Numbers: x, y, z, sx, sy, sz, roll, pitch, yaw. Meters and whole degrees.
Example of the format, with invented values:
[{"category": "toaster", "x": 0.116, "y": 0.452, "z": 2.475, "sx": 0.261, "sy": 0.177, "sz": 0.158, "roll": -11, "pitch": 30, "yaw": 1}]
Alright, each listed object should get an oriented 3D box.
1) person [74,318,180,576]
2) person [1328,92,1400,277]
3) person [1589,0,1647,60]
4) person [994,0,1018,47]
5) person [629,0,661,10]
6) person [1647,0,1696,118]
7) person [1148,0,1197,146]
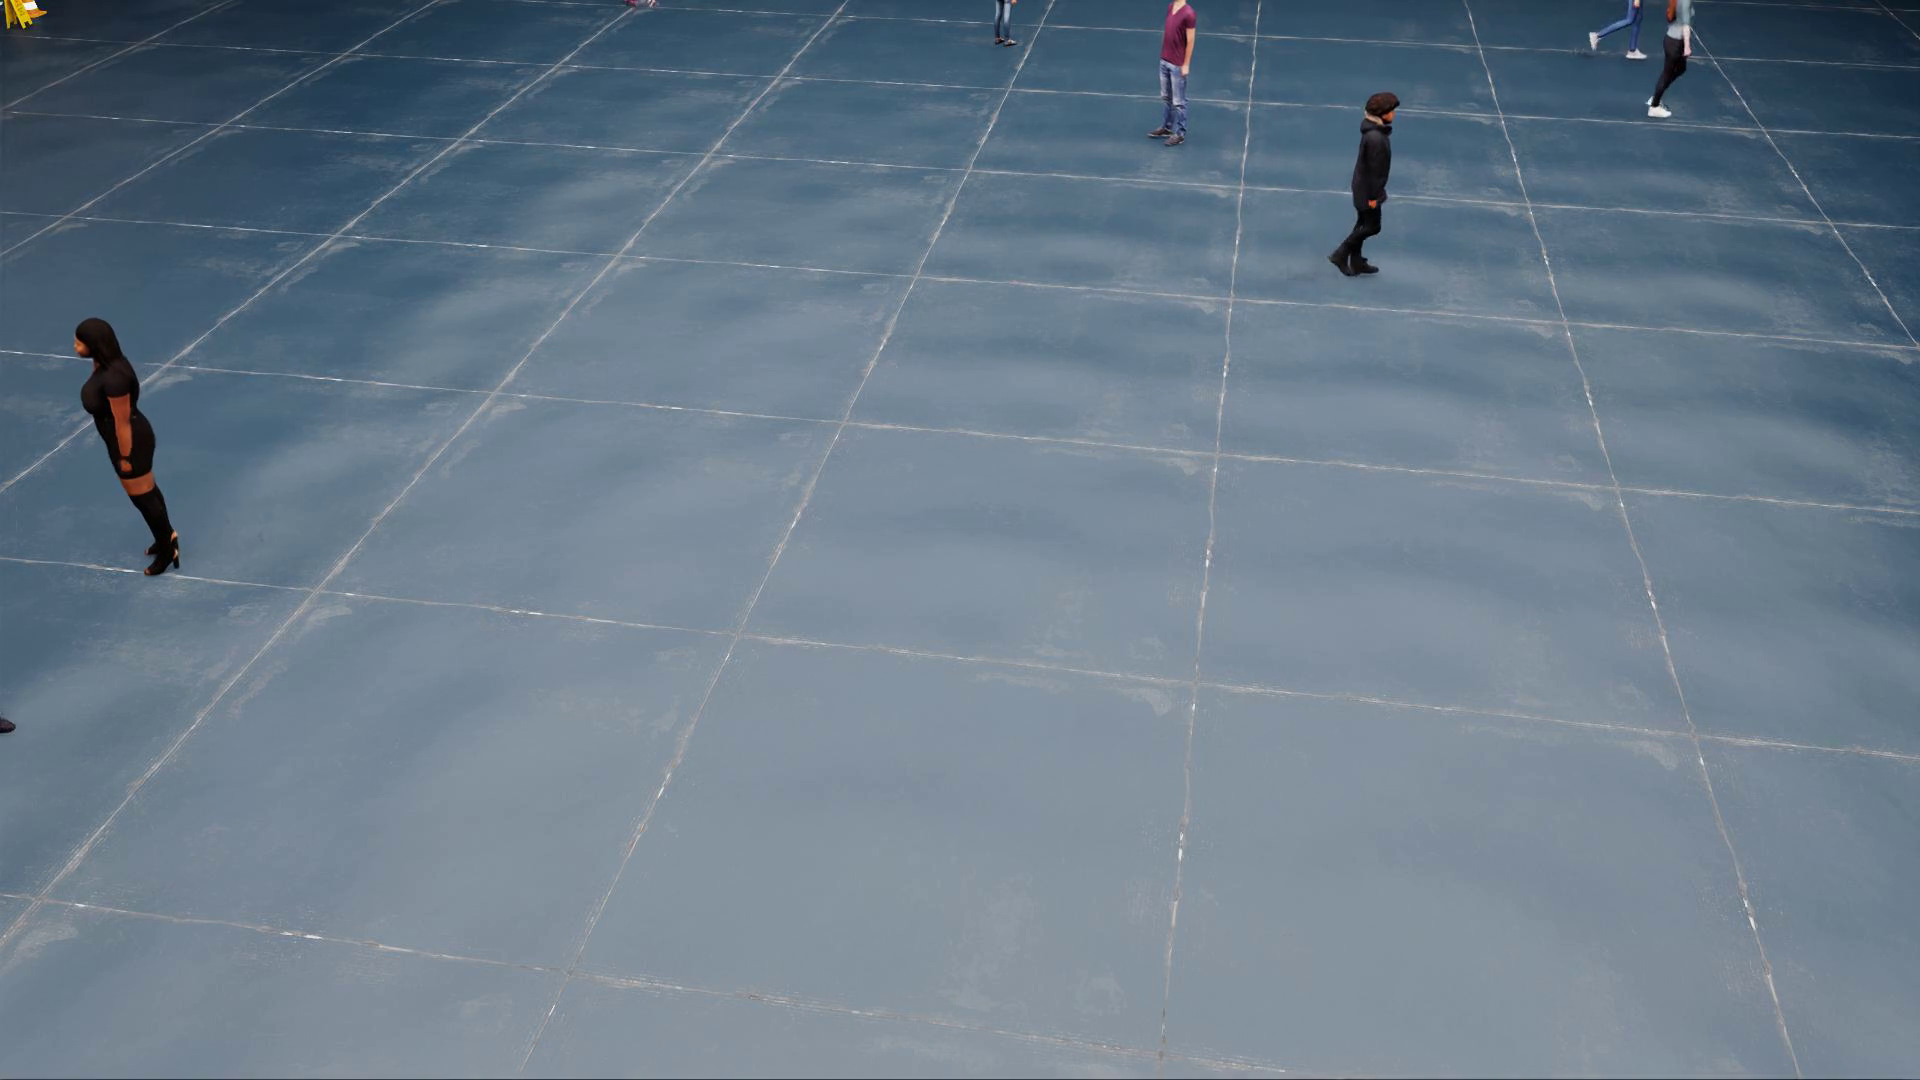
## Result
[{"category": "person", "x": -5.591, "y": -0.646, "z": 11.227, "sx": 0.787, "sy": 1.854, "sz": 0.750, "roll": -15, "pitch": 35, "yaw": -22}, {"category": "person", "x": 3.730, "y": -3.279, "z": 15.483, "sx": 0.740, "sy": 1.765, "sz": 0.648, "roll": 4, "pitch": 32, "yaw": 6}, {"category": "person", "x": 8.713, "y": -7.139, "z": 21.641, "sx": 1.004, "sy": 1.725, "sz": 0.620, "roll": 8, "pitch": 33, "yaw": 12}, {"category": "person", "x": 0.587, "y": -7.315, "z": 22.307, "sx": 0.559, "sy": 1.311, "sz": 0.630, "roll": 26, "pitch": 41, "yaw": 35}, {"category": "person", "x": -4.700, "y": -8.509, "z": 23.851, "sx": 1.016, "sy": 1.684, "sz": 1.183, "roll": -27, "pitch": 41, "yaw": -36}, {"category": "person", "x": 8.318, "y": -5.816, "z": 19.538, "sx": 0.619, "sy": 1.731, "sz": 0.614, "roll": 9, "pitch": 33, "yaw": 14}, {"category": "person", "x": 2.451, "y": -5.440, "z": 18.825, "sx": 0.759, "sy": 1.855, "sz": 0.741, "roll": -14, "pitch": 35, "yaw": -21}]
